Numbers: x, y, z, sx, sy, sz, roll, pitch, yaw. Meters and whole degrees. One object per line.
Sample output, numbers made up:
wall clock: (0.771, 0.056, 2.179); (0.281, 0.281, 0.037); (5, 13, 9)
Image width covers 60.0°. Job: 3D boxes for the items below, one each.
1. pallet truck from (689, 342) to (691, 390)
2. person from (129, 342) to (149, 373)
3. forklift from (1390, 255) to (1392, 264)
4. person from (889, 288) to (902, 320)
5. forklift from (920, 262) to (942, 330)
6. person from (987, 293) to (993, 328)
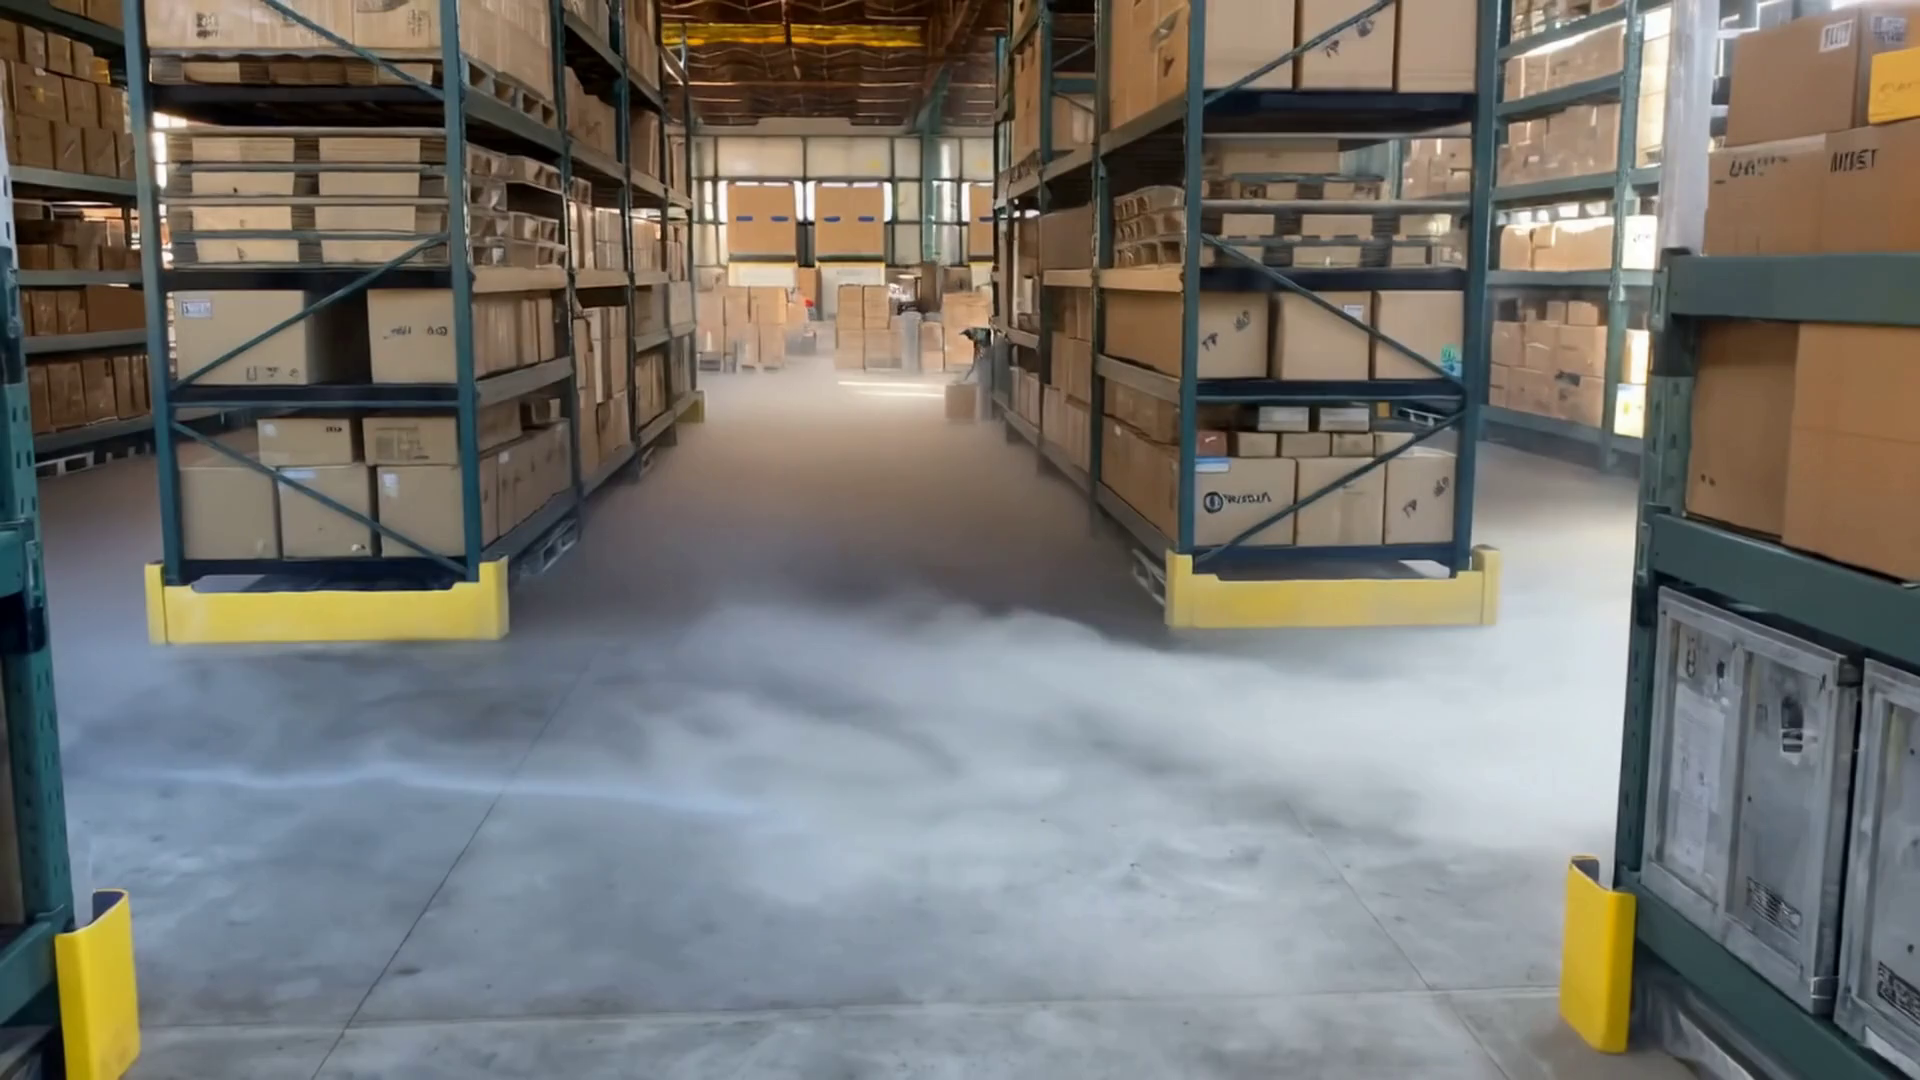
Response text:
pallet truck: (-5.225, -3.008, 27.480); (1.885, 1.965, 0.823); (2, 9, 14)
person: (-13.659, -3.088, 27.992); (0.623, 1.991, 0.377); (-1, 9, -8)
forklift: (10.492, -5.302, 39.124); (1.129, 2.768, 1.873); (-1, 9, -4)
person: (-2.302, -7.827, 57.968); (0.636, 1.930, 0.371); (4, 10, 22)
forklift: (-1.021, -8.317, 58.054); (1.873, 2.768, 1.129); (5, 10, 27)
person: (0.934, -5.552, 43.691); (0.624, 1.931, 0.378); (0, 9, -2)
